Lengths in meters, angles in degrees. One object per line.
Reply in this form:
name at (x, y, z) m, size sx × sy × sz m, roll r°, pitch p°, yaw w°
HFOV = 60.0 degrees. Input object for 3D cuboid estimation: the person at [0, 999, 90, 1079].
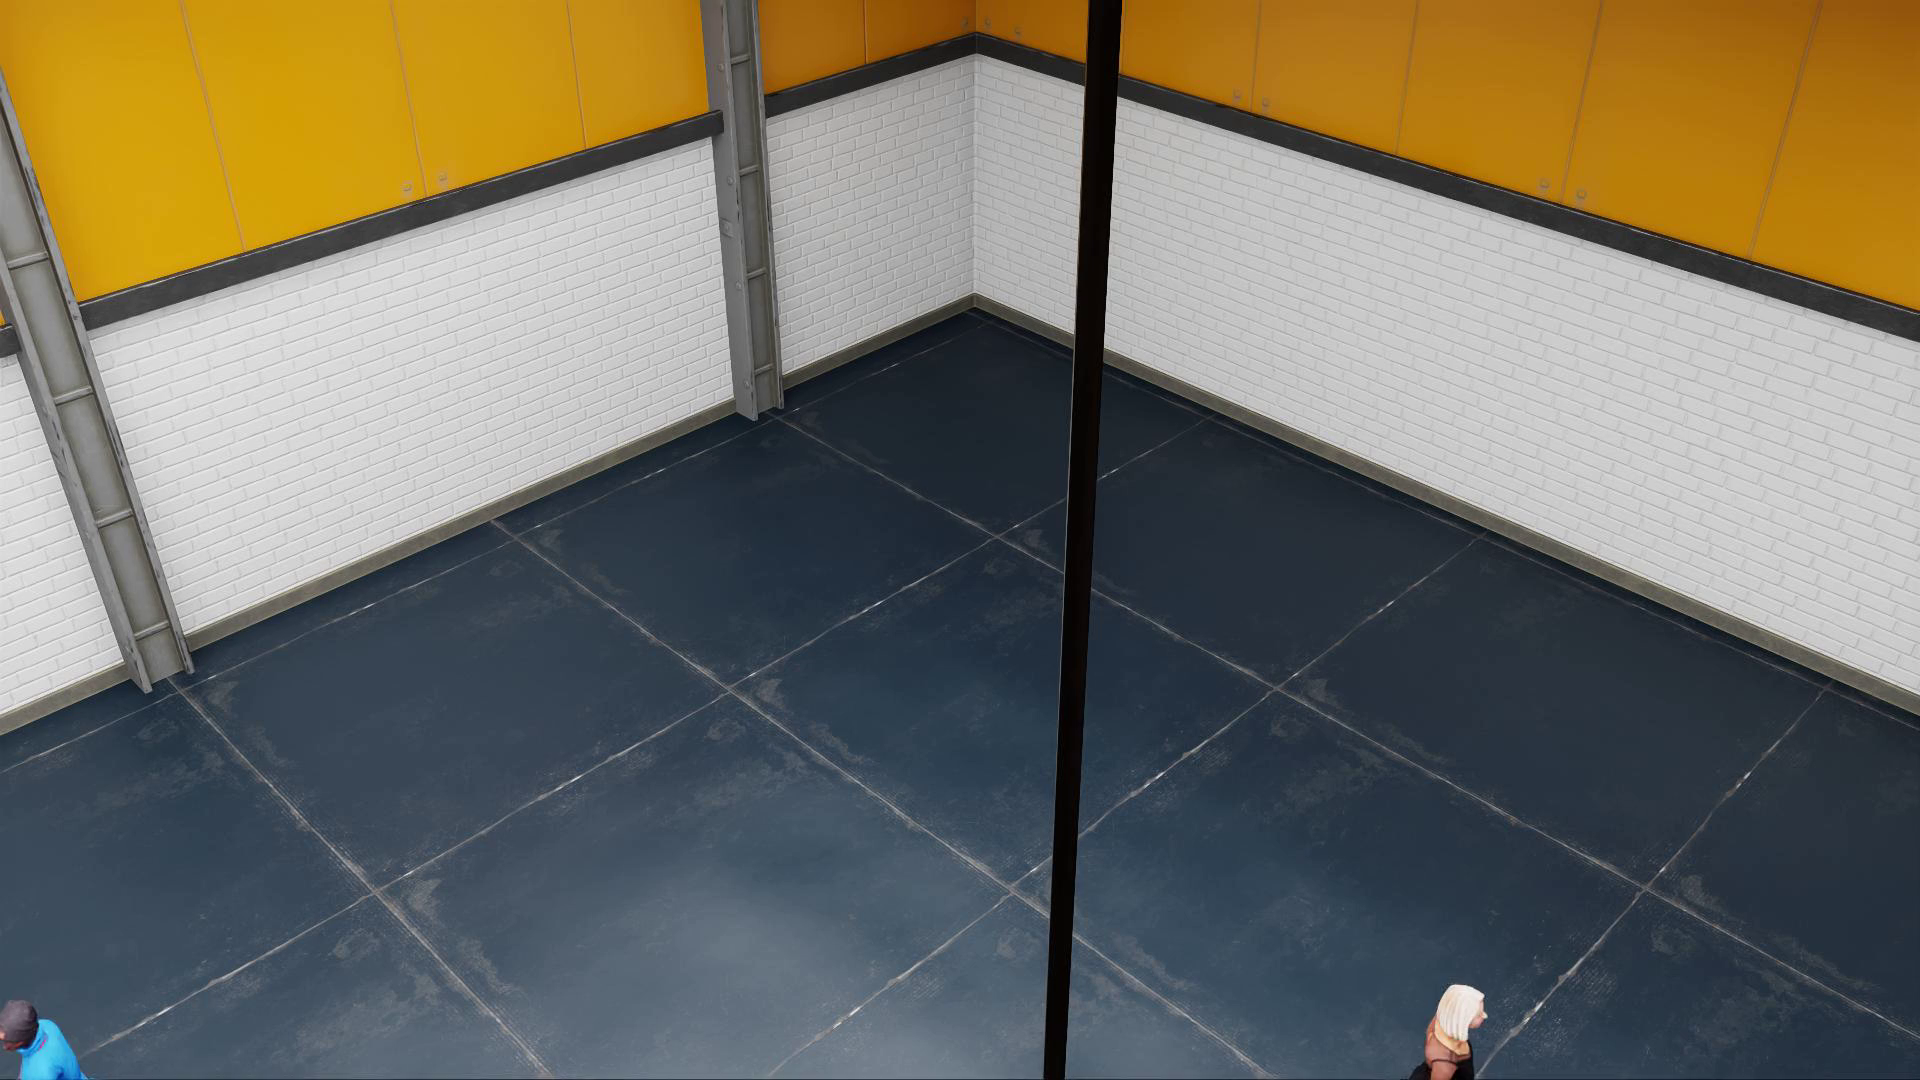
person at (-4.478, 2.952, 8.502) m, size 0.796 × 1.787 × 0.759 m, roll -13°, pitch 36°, yaw -19°

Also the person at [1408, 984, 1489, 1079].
person at (2.370, 2.915, 8.643) m, size 1.026 × 1.694 × 1.093 m, roll 8°, pitch 34°, yaw 12°
